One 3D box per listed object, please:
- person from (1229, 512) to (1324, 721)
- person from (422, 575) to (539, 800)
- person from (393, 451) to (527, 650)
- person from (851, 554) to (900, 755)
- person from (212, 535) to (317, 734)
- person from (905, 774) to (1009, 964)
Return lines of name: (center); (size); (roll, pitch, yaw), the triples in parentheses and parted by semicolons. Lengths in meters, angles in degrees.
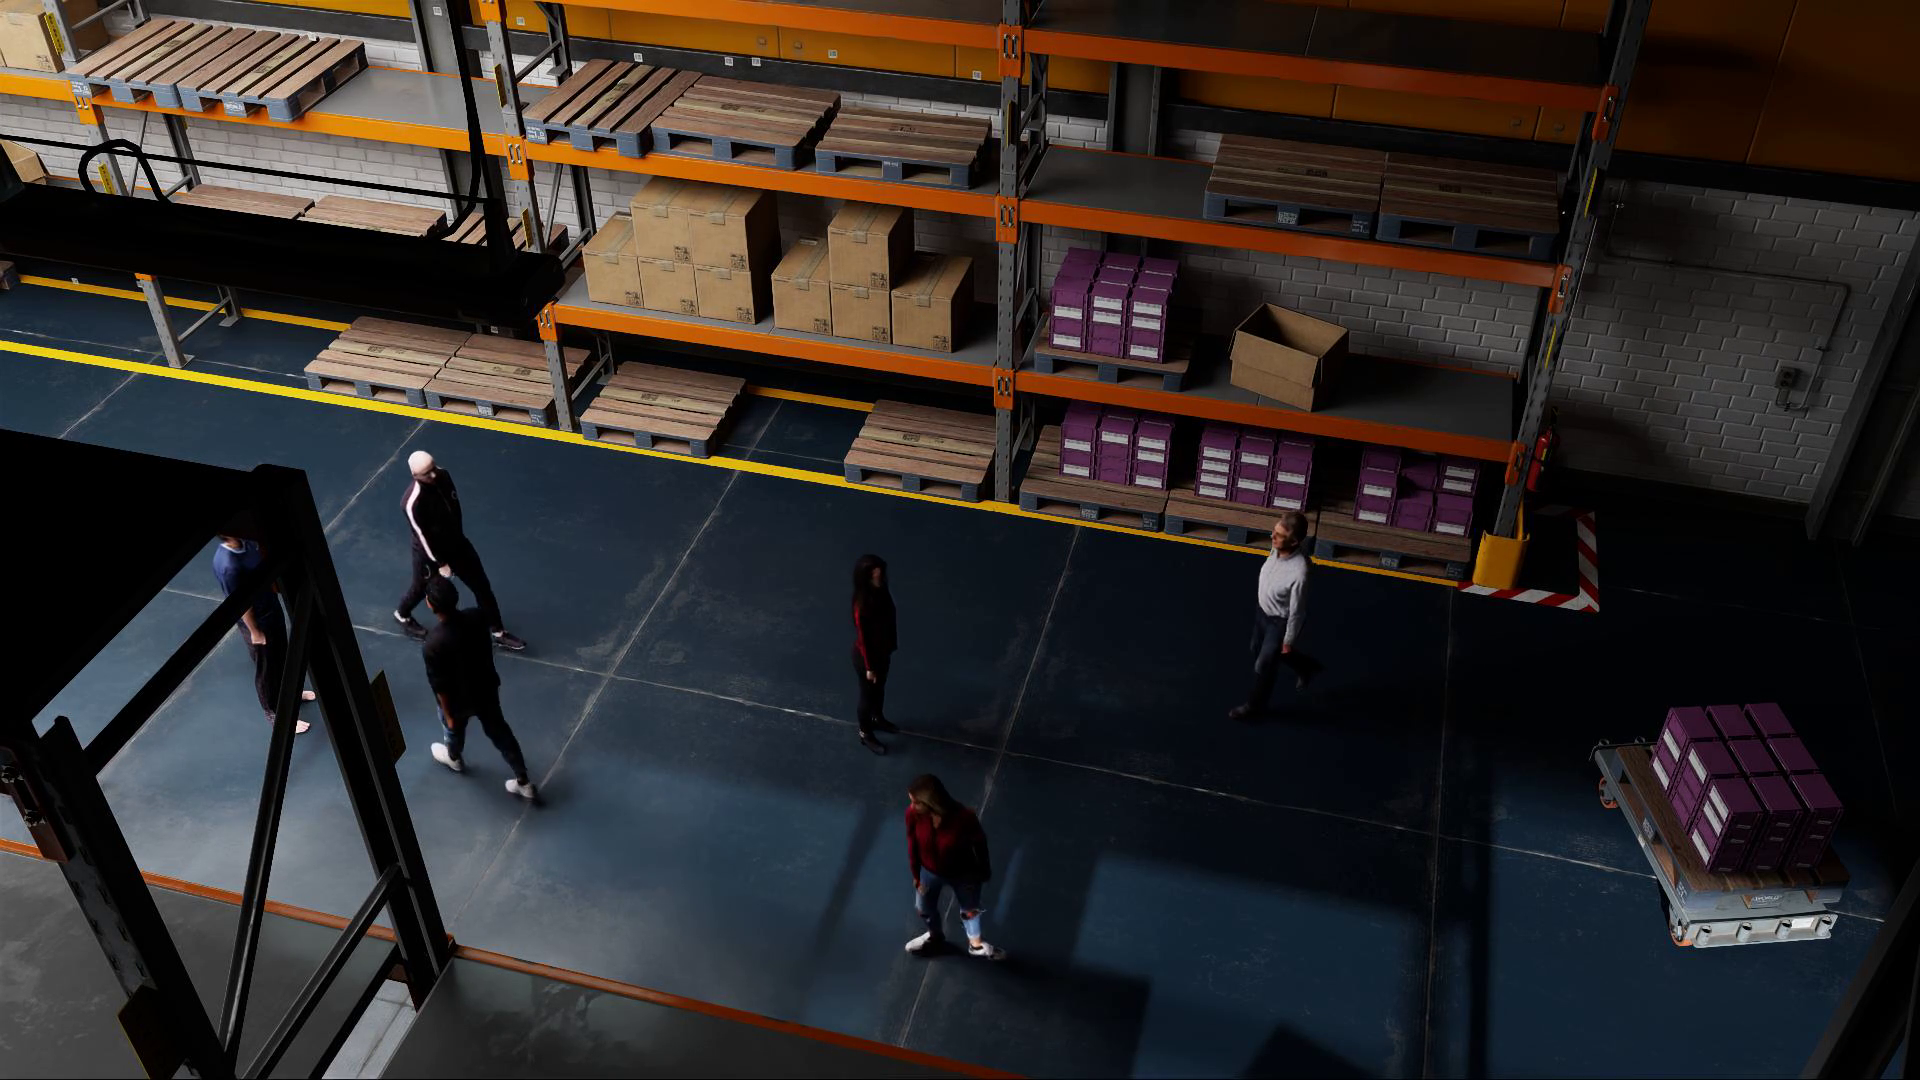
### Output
person: (2.273, 0.520, 11.501); (1.070, 1.808, 0.937); (-10, 40, -13)
person: (-3.160, 1.020, 10.908); (1.270, 1.767, 0.970); (23, 44, 26)
person: (-3.867, 0.095, 12.060); (1.323, 1.775, 0.764); (13, 40, 16)
person: (-0.618, 0.755, 11.328); (0.506, 1.657, 0.589); (11, 40, 14)
person: (-4.839, 0.517, 11.453); (0.681, 1.872, 0.729); (-4, 39, -5)
person: (-0.008, 1.951, 9.863); (0.434, 1.616, 0.849); (0, 39, 0)
